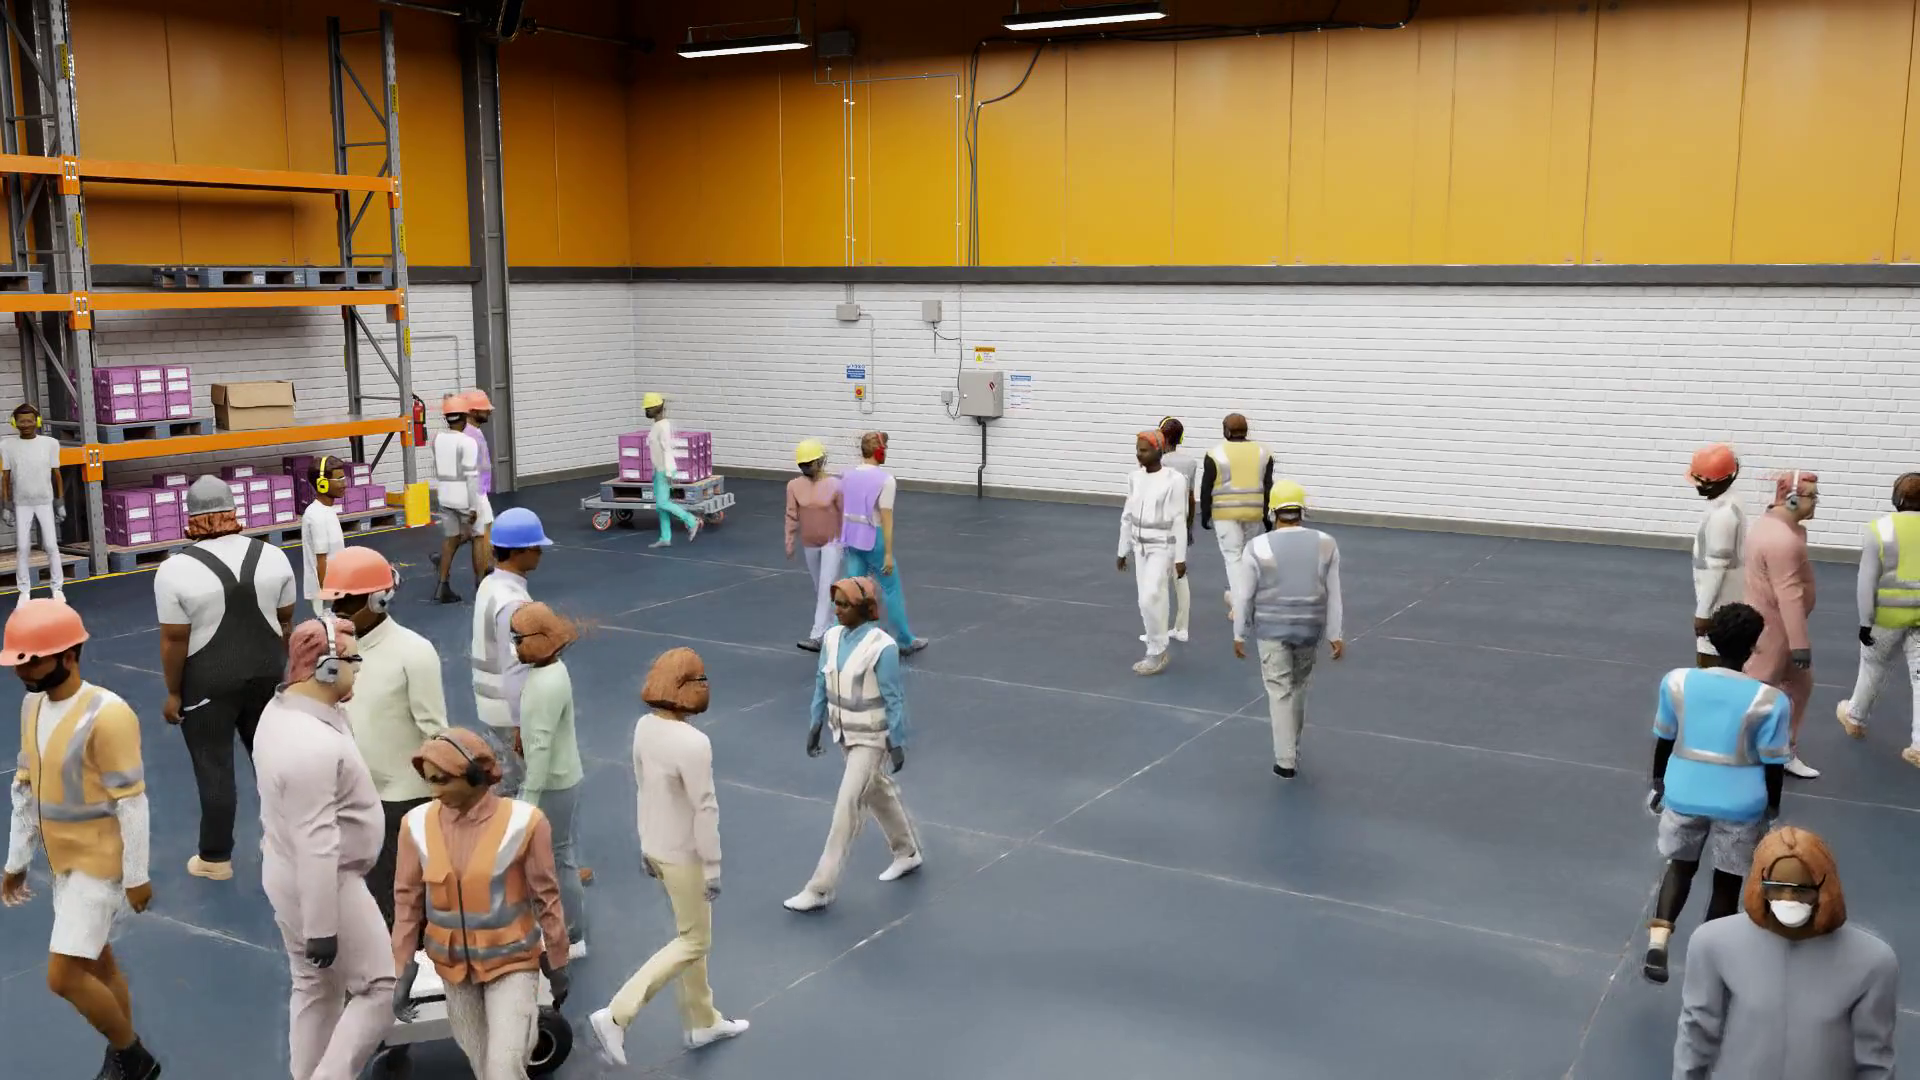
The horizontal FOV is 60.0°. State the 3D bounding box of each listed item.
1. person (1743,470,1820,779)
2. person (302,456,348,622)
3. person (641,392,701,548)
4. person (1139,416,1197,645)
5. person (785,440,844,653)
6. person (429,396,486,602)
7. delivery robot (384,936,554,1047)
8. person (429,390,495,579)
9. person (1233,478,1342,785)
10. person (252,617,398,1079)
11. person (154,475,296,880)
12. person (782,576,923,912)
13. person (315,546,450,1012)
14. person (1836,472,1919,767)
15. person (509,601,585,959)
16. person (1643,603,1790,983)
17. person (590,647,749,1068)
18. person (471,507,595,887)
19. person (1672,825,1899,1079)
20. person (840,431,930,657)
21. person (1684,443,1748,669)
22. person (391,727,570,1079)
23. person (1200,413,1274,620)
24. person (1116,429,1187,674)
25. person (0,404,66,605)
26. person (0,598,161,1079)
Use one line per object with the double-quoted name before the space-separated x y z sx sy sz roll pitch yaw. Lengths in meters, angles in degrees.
"person" 4.890 0.529 9.793 0.698 1.882 0.677 4 10 22
"person" -4.076 0.384 10.759 0.309 1.868 0.535 -3 10 -20
"person" -3.237 -0.771 18.387 0.549 1.736 0.536 -3 10 -21
"person" 1.701 -0.074 13.629 0.532 1.866 0.321 -6 11 -33
"person" -1.125 0.046 13.357 0.567 1.702 0.929 3 10 18
"person" -4.651 -0.359 15.299 0.556 1.910 0.586 4 10 24
"delivery robot" -1.890 1.697 6.359 0.707 0.478 0.477 -3 10 -18
"person" -4.746 -0.489 16.040 0.688 1.923 0.545 -3 10 -17
"person" 1.940 0.521 10.079 0.626 1.805 0.771 -1 9 -7
"person" -2.147 1.191 5.697 0.430 1.880 0.640 -6 11 -33
"person" -3.724 0.676 8.399 0.536 2.000 0.680 8 12 41
"person" -0.504 0.955 8.056 0.885 1.587 0.538 -7 12 -38
"person" -2.386 1.006 6.578 0.660 1.955 0.921 7 11 36
"person" 5.930 0.464 10.490 0.633 1.790 0.981 1 9 9
"person" -1.822 1.067 7.260 0.370 1.618 0.504 -4 10 -22
"person" 3.100 1.098 6.873 0.560 1.677 0.464 8 12 42
"person" -1.131 1.214 6.366 0.635 1.609 0.520 -7 11 -35
"person" -2.217 0.795 8.025 0.760 1.924 0.620 -4 10 -25
"person" 2.133 1.538 4.336 0.527 1.620 0.345 4 10 25
"person" -0.606 0.051 12.998 0.601 1.807 0.880 8 12 43
"person" 4.815 0.362 10.546 0.461 1.992 0.797 5 10 30
"person" -1.530 1.390 5.274 0.531 1.616 0.564 2 9 12
"person" 2.397 -0.217 14.712 0.629 1.803 0.879 -2 9 -14
"person" 1.409 0.097 12.549 0.507 1.863 0.600 -6 11 -35
"person" -8.466 -0.321 15.204 0.512 1.860 0.318 -4 10 -25
"person" -3.136 1.137 5.912 0.543 1.912 0.449 7 11 37
